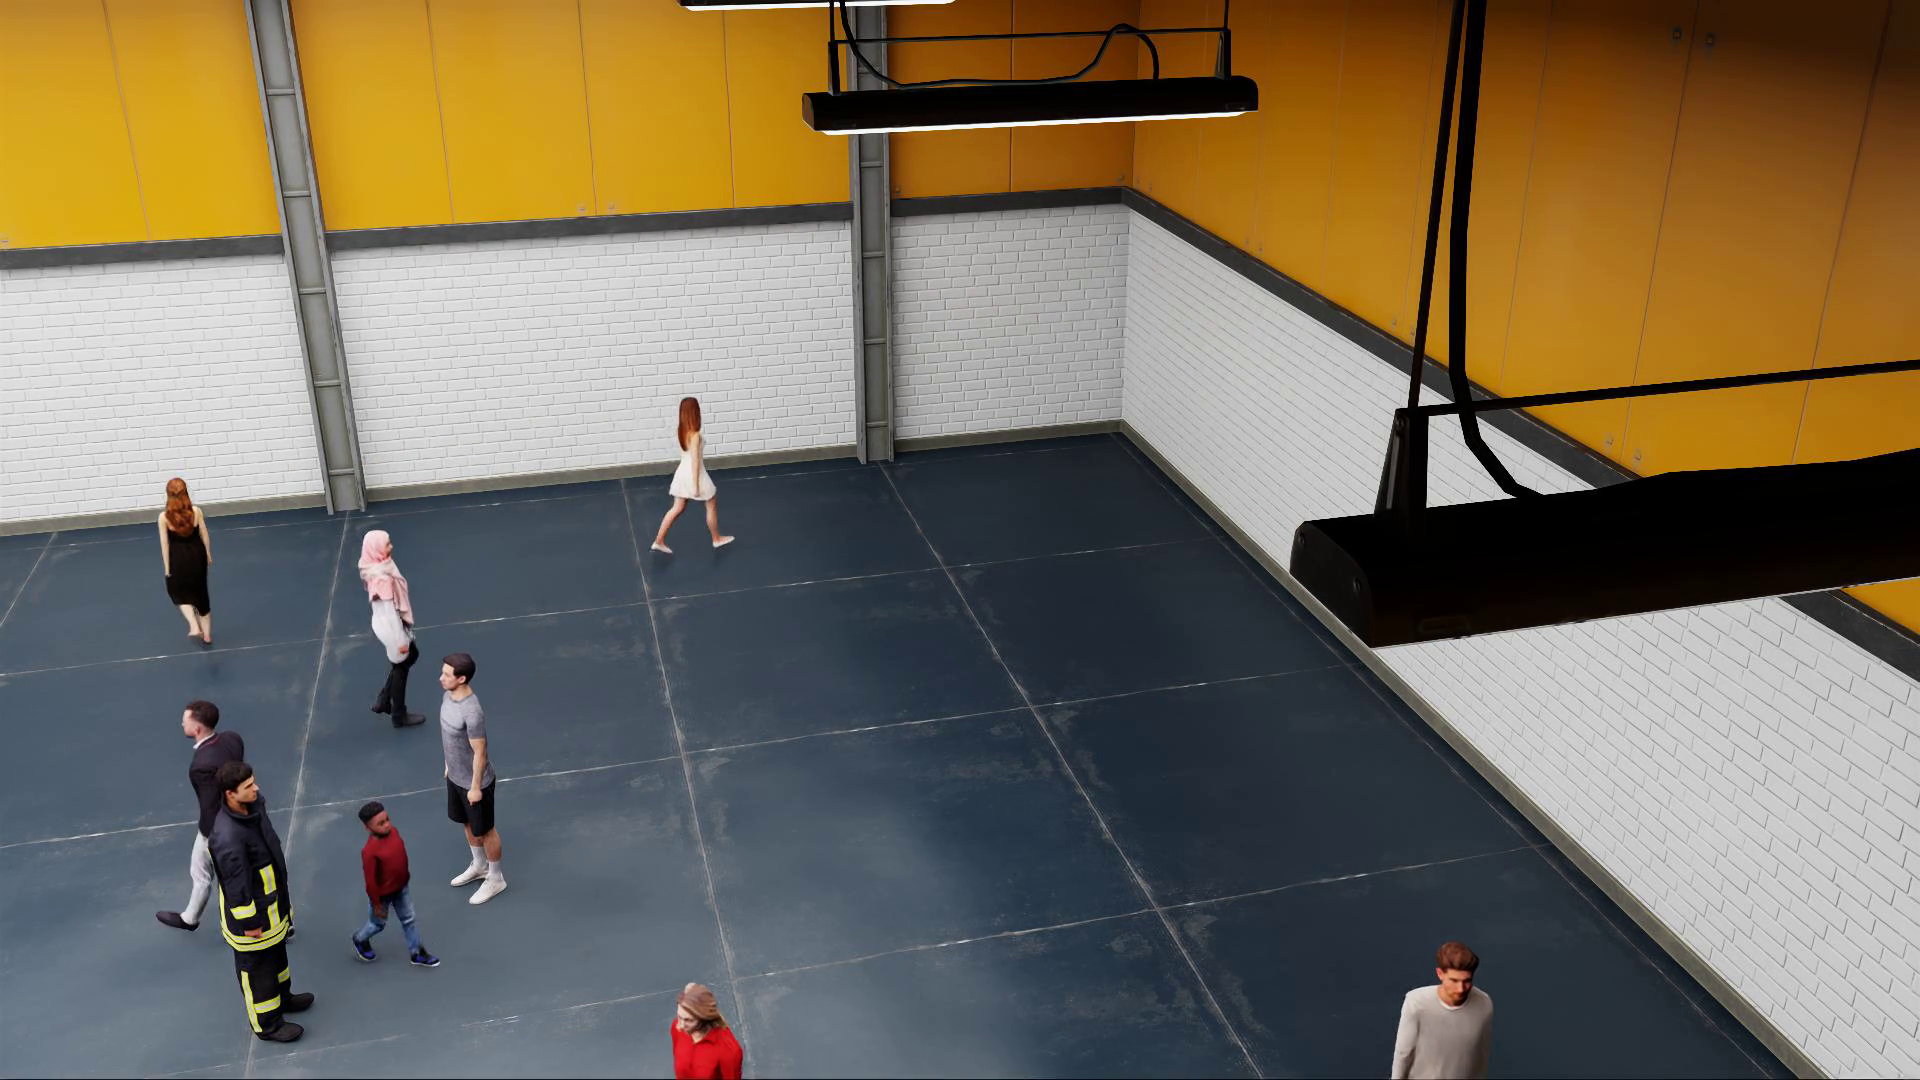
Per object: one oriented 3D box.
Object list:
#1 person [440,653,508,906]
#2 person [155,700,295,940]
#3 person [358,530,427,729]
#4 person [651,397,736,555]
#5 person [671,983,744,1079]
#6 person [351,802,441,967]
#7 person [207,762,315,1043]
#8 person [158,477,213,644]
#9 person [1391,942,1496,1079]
[{"bbox_3d":[-3.408,1.630,11.606,0.717,1.871,0.735,-19,30,-37],"label":"person"},{"bbox_3d":[-4.780,1.910,11.053,1.267,1.802,1.008,3,24,8],"label":"person"},{"bbox_3d":[-4.771,0.766,13.682,0.752,1.792,0.711,-13,27,-27],"label":"person"},{"bbox_3d":[-2.825,-0.612,16.979,1.218,1.676,0.874,-17,29,-33],"label":"person"},{"bbox_3d":[-1.242,2.981,8.785,1.146,1.656,1.163,12,26,25],"label":"person"},{"bbox_3d":[-3.813,2.267,10.931,0.915,1.245,0.798,9,25,20],"label":"person"},{"bbox_3d":[-4.353,2.197,10.238,0.706,1.928,0.813,-3,24,-6],"label":"person"},{"bbox_3d":[-7.003,0.229,15.139,0.656,1.608,0.747,-19,30,-36],"label":"person"},{"bbox_3d":[2.502,2.857,8.777,0.972,1.888,0.854,-1,24,-1],"label":"person"}]
